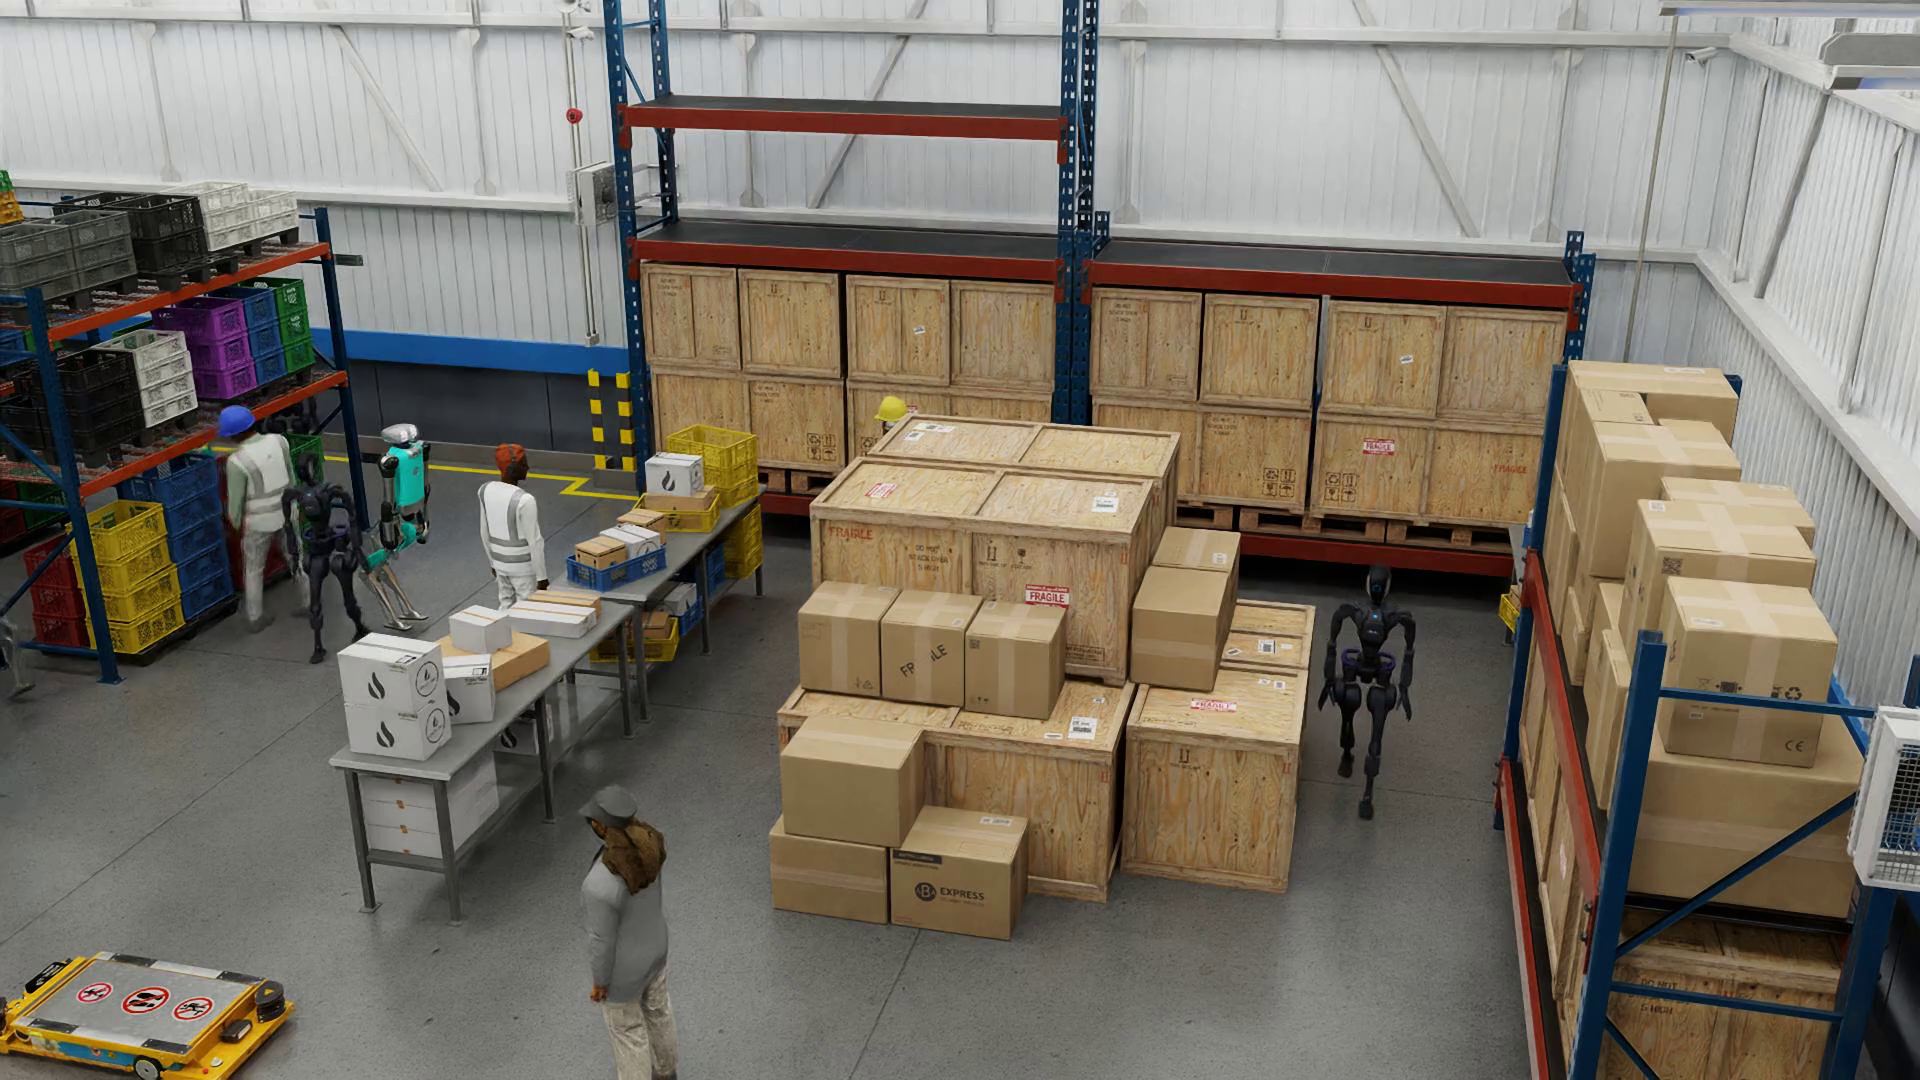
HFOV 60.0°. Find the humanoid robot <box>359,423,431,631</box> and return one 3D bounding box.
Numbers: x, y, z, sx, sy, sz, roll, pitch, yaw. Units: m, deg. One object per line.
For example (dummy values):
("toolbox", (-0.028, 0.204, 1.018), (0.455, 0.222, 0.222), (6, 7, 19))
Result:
("humanoid robot", (-4.533, -0.121, 13.168), (0.745, 1.689, 0.531), (7, 22, 18))

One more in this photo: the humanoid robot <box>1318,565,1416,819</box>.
("humanoid robot", (2.633, 0.917, 10.741), (0.599, 1.624, 0.794), (5, 21, 13))

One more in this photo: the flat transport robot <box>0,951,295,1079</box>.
("flat transport robot", (-4.270, 2.464, 8.601), (1.431, 0.231, 0.659), (5, 22, 13))

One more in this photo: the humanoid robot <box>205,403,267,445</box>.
("humanoid robot", (-6.935, -1.164, 15.989), (0.530, 1.762, 0.677), (19, 28, 40))

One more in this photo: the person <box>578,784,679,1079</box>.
("person", (-1.558, 1.952, 7.834), (0.399, 1.769, 0.572), (7, 22, 18))

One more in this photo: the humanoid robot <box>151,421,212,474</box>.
("humanoid robot", (-7.234, -0.969, 15.538), (0.542, 1.772, 0.818), (2, 21, 6))

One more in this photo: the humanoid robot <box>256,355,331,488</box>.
("humanoid robot", (-6.555, -1.209, 16.229), (0.606, 1.646, 0.380), (-8, 22, -21))

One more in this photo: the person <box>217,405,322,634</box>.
("person", (-5.498, -0.184, 13.259), (0.402, 1.906, 0.635), (11, 24, 28))

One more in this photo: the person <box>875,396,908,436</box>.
("person", (-0.511, -0.287, 13.608), (0.403, 1.827, 0.597), (5, 21, 12))

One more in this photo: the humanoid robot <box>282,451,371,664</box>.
("humanoid robot", (-4.869, 0.108, 12.832), (0.615, 1.650, 0.601), (-1, 21, -3))

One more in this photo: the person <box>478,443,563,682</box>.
("person", (-3.261, 0.199, 12.261), (0.583, 1.883, 0.337), (14, 25, 32))

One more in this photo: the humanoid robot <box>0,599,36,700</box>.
("humanoid robot", (-7.148, 0.429, 11.937), (1.035, 1.776, 0.539), (3, 21, 9))
